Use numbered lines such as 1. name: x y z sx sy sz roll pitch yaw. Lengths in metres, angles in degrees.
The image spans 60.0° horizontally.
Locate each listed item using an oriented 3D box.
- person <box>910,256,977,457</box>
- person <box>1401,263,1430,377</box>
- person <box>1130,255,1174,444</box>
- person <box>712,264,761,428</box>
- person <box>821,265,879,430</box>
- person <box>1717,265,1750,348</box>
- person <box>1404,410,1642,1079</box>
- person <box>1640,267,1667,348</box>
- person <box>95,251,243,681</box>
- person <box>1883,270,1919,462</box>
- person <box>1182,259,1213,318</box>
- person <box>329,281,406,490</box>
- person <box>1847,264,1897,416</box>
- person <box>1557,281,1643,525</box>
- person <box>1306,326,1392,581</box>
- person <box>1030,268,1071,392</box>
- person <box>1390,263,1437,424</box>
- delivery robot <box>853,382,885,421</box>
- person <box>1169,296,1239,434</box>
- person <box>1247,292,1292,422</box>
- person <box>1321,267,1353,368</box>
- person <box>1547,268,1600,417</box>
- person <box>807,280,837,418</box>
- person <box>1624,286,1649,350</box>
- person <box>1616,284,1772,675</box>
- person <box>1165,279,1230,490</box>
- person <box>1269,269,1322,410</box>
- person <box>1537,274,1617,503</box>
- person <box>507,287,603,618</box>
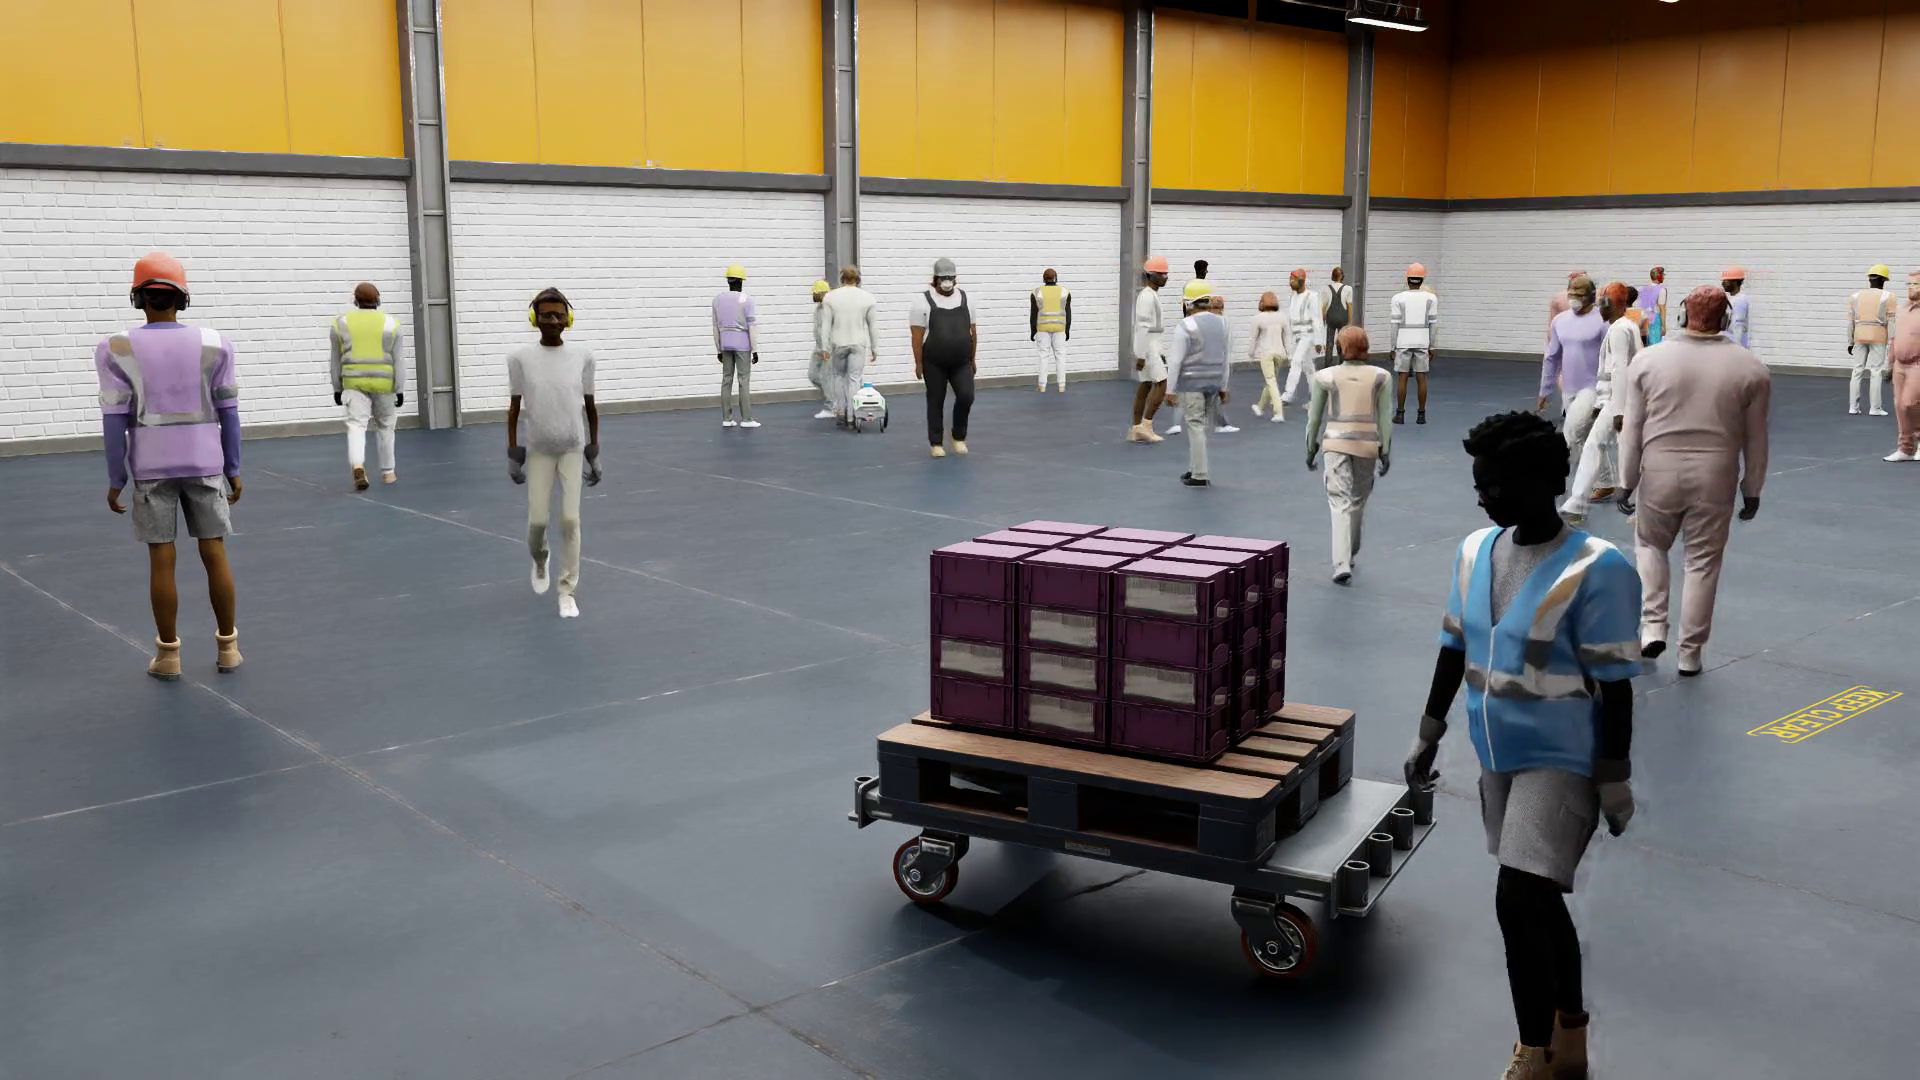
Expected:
1. person: -0.143 -1.842 16.724 0.699 2.000 0.560 -3 10 -15
2. person: 7.629 -3.680 27.868 0.650 1.915 0.573 -7 12 -35
3. person: 2.076 -2.033 17.882 0.533 2.024 0.605 1 10 6
4. person: -2.637 -2.281 19.623 0.587 1.928 0.364 4 11 23
5. person: -1.284 -2.272 19.599 0.662 1.909 0.809 0 10 0
6. person: 9.216 -2.301 19.764 0.555 1.918 0.561 2 10 13
7. person: 1.300 0.531 3.946 0.626 1.662 0.552 -4 10 -21
8. person: 11.151 -3.463 26.773 0.389 1.850 0.564 -2 10 -14
9. person: -3.760 -0.347 7.962 0.605 2.045 0.388 -6 11 -31
10. person: 9.309 -1.689 16.257 0.434 1.889 0.674 -2 10 -10
11. person: 3.967 -3.664 27.603 0.601 1.967 0.369 9 13 43
12. person: -5.170 -1.349 14.544 0.634 1.815 0.900 -2 10 -14
13. person: 11.574 -2.531 21.119 0.380 1.917 0.586 -8 12 -38
14. person: 4.948 -1.016 12.500 0.837 1.836 0.585 6 11 31
15. person: 2.458 -0.555 10.514 0.519 1.588 0.884 1 10 3
16. person: 1.347 -3.112 24.760 0.619 1.839 0.430 -1 10 -4
17. person: 5.444 -2.355 20.027 0.545 1.938 0.361 1 10 5
18. delivery robot: -1.071 -1.590 19.319 0.477 0.478 0.707 -1 10 -8
19. person: 2.766 -1.985 18.928 0.556 1.576 0.810 9 13 43
20. person: 3.805 -2.266 20.522 0.506 1.577 0.886 -4 10 -20
21. person: 6.246 -3.594 27.574 0.507 1.840 0.344 3 10 17
22. person: 7.620 -2.423 20.599 0.656 1.881 0.695 1 10 9
23. person: -1.725 -2.387 20.837 0.347 1.731 0.486 -6 11 -31
24. person: 8.394 -2.362 20.937 0.537 1.652 0.894 0 10 3
25. person: 3.551 -0.290 8.079 0.668 1.887 0.446 4 10 22
26. person: 1.999 -1.356 14.519 0.620 1.815 0.610 -7 12 -37
27. person: 4.404 -2.623 21.852 0.938 1.842 0.581 -3 10 -15
28. person: 5.001 -1.185 13.394 1.049 1.879 0.678 -4 11 -24
29. person: -2.306 -0.509 9.468 0.519 1.859 0.608 -3 10 -17
